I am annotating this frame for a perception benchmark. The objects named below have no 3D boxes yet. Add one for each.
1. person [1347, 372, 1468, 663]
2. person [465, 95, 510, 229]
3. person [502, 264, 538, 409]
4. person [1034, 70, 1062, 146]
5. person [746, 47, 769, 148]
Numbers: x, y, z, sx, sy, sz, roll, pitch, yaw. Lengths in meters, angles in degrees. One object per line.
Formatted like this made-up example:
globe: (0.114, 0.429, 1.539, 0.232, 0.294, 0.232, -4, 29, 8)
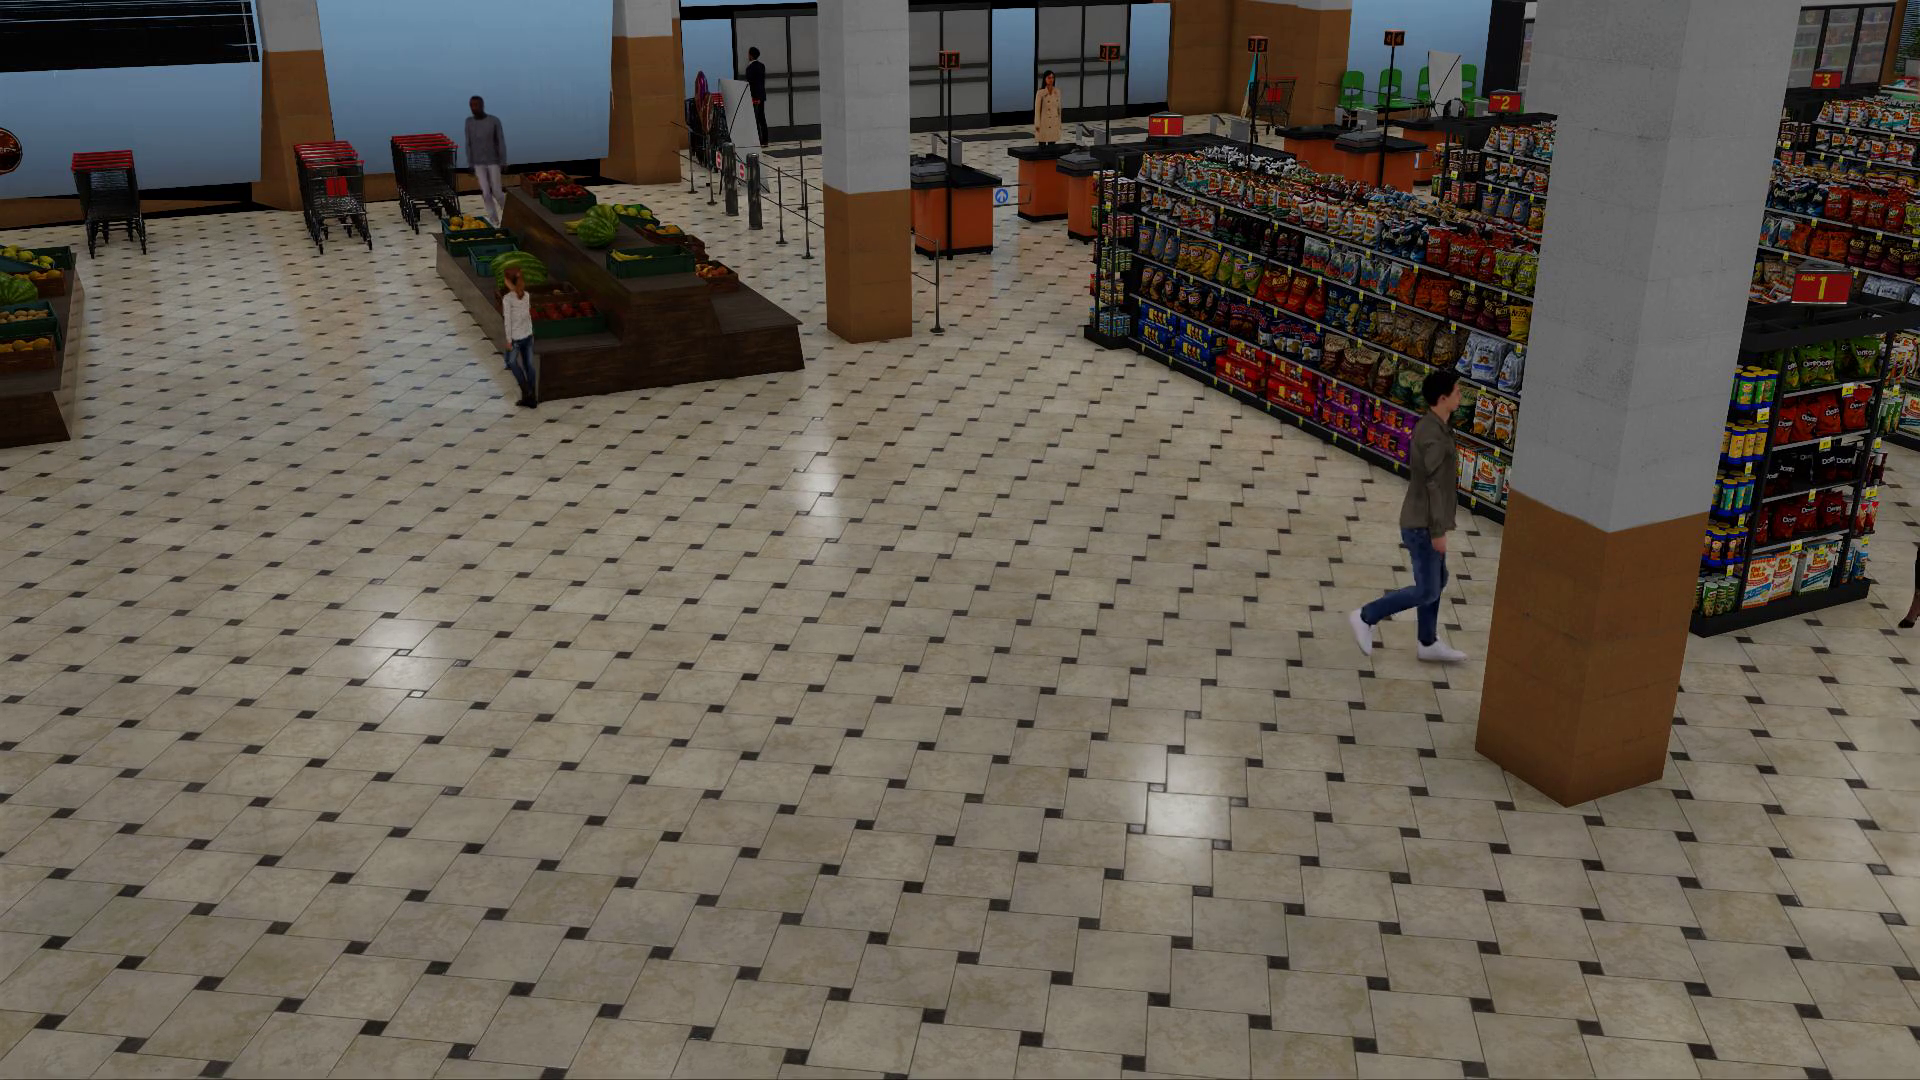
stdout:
person: (2.743, -0.110, 10.024, 1.099, 1.855, 1.053, 6, 23, 16)
person: (-6.326, -5.052, 22.370, 0.848, 1.820, 0.887, 0, 22, 0)
person: (-3.915, -1.818, 15.010, 0.624, 1.306, 0.568, 17, 27, 36)
person: (1.386, -6.569, 26.329, 0.634, 1.682, 0.514, -11, 24, -25)
person: (-3.586, -7.820, 29.389, 0.730, 1.723, 0.709, 12, 25, 27)
